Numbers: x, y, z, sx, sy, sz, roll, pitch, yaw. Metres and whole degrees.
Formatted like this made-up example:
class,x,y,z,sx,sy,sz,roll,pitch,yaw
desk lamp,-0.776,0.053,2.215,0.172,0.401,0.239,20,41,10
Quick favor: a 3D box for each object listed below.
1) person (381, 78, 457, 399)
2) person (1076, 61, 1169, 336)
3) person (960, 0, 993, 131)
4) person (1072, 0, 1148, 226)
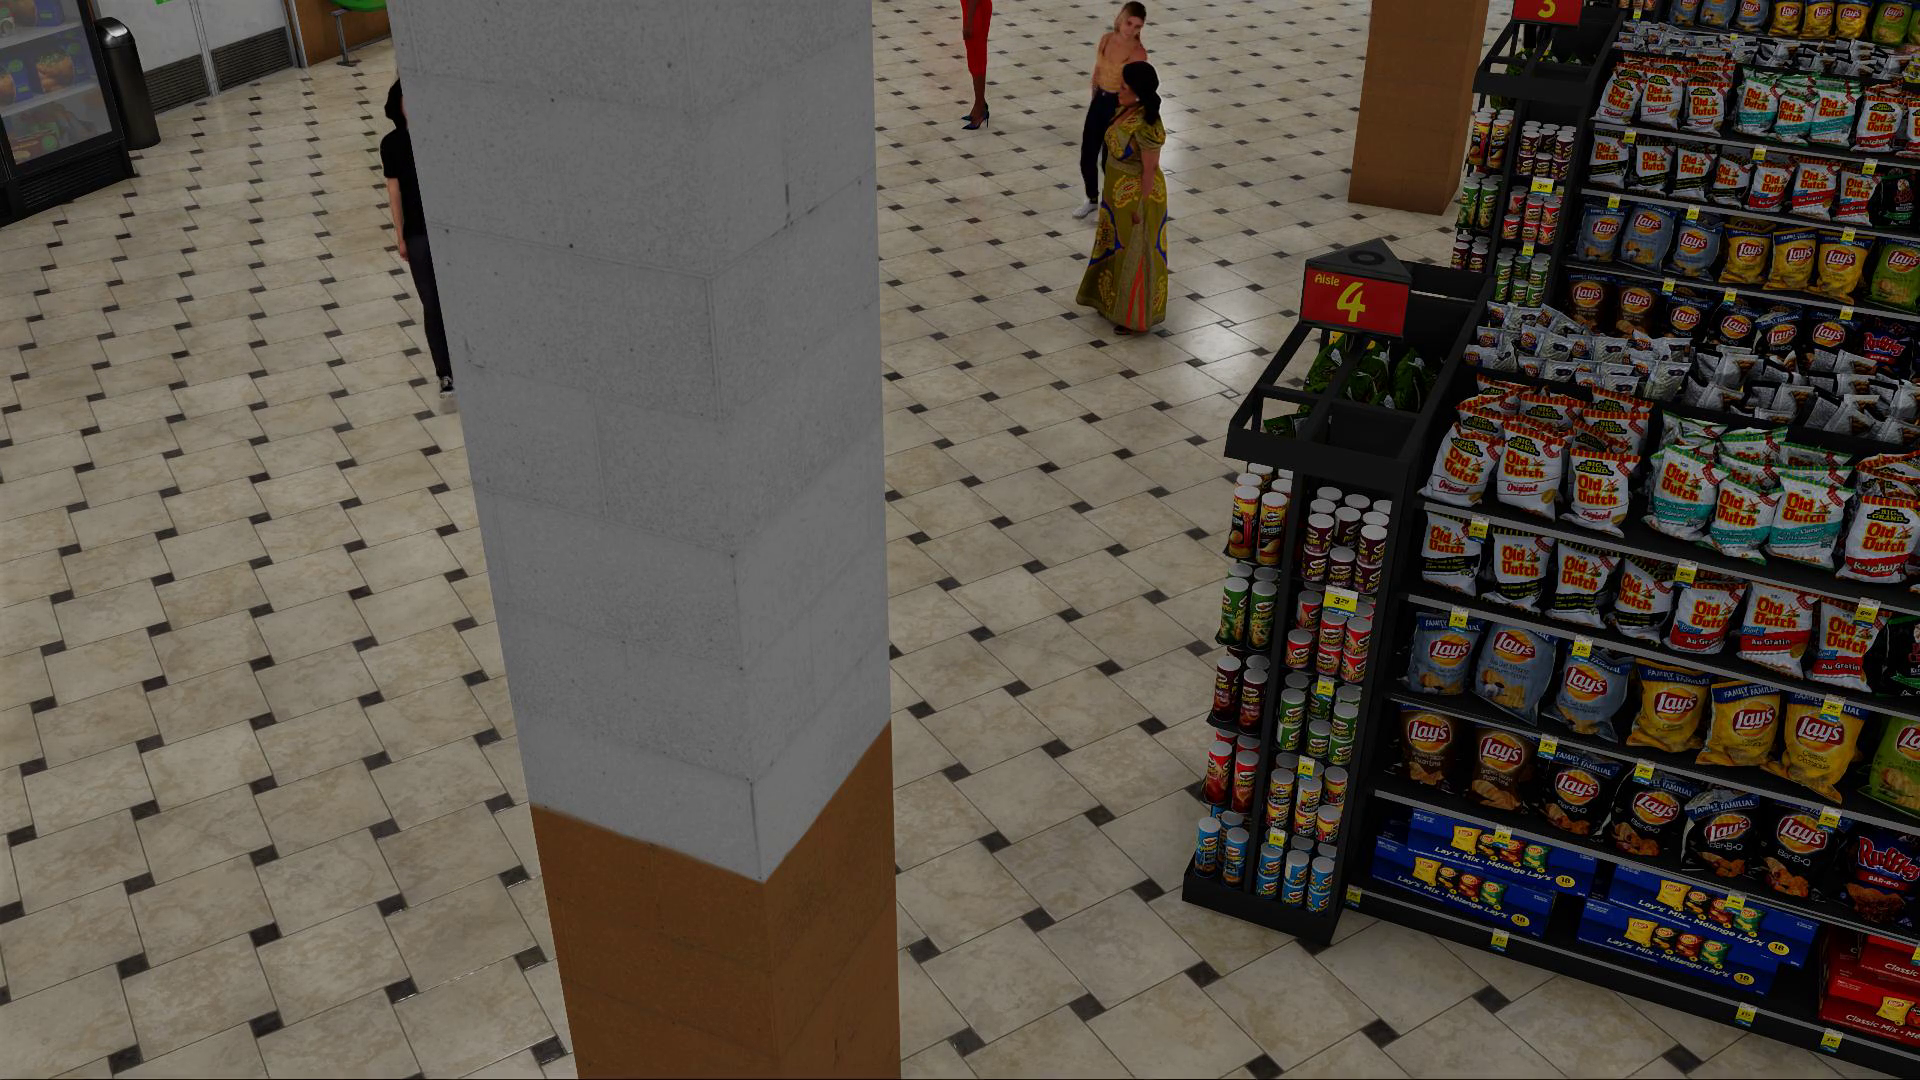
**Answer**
class,x,y,z,sx,sy,sz,roll,pitch,yaw
person,-2.956,-1.770,9.445,1.150,1.790,1.161,-8,33,-13
person,1.047,-2.070,10.056,1.041,1.654,0.993,-9,33,-14
person,0.129,-4.205,13.402,0.619,1.744,0.631,1,32,2
person,1.065,-2.921,11.491,0.786,1.582,0.600,-20,37,-28
